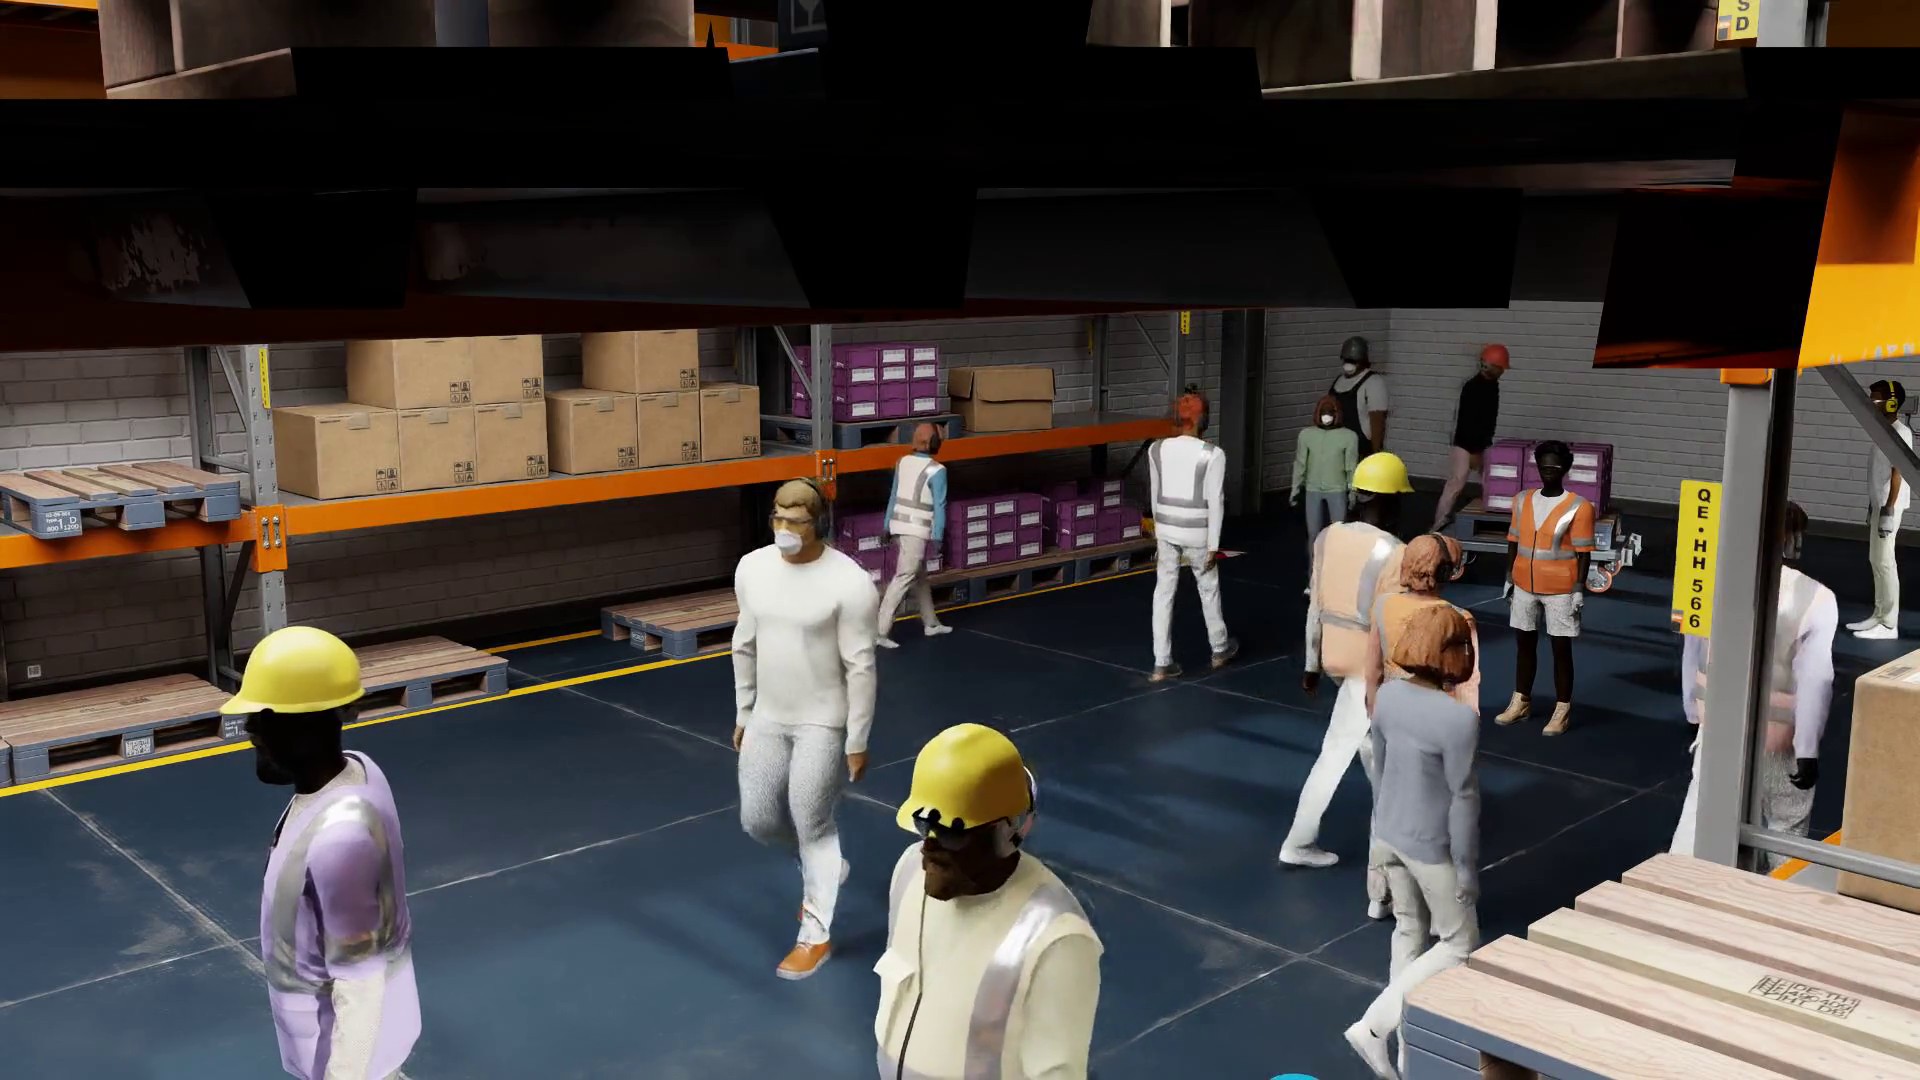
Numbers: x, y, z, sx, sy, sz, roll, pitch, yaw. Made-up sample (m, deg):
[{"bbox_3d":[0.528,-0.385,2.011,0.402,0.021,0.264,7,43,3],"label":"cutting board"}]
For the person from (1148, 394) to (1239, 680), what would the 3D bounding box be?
[{"bbox_3d":[1.536,-0.038,10.938,0.580,1.848,0.917,6,12,33],"label":"person"}]

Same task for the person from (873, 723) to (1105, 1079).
[{"bbox_3d":[-0.052,1.265,3.375,0.658,1.812,0.626,-8,13,-39],"label":"person"}]

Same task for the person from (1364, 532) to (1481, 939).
[{"bbox_3d":[1.859,0.784,6.726,0.310,1.638,0.523,-7,12,-37],"label":"person"}]

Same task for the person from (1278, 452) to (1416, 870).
[{"bbox_3d":[1.856,0.540,7.471,1.012,1.866,0.606,-5,11,-25],"label":"person"}]

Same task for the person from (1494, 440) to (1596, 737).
[{"bbox_3d":[3.361,0.269,9.556,0.315,1.700,0.540,-8,12,-39],"label":"person"}]

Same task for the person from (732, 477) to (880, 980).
[{"bbox_3d":[-0.579,0.698,6.405,0.644,1.920,0.512,5,11,29],"label":"person"}]

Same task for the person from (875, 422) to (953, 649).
[{"bbox_3d":[-0.354,-0.038,11.705,0.824,1.582,0.537,-7,12,-37],"label":"person"}]

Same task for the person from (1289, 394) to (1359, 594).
[{"bbox_3d":[2.947,-0.361,13.468,0.520,1.632,0.358,5,11,29],"label":"person"}]

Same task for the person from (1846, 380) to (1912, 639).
[{"bbox_3d":[6.634,-0.218,11.961,0.323,1.862,0.510,3,10,16],"label":"person"}]

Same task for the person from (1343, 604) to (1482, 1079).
[{"bbox_3d":[1.490,1.006,5.441,0.460,1.617,0.525,-4,10,-21],"label":"person"}]

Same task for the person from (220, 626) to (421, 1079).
[{"bbox_3d":[-1.425,1.140,3.797,0.373,1.928,0.584,-4,10,-21],"label":"person"}]

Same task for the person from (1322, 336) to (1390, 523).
[{"bbox_3d":[3.556,-0.870,15.231,0.539,2.000,0.739,-4,11,-24],"label":"person"}]

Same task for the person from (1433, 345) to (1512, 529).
[{"bbox_3d":[4.963,-0.890,15.747,0.681,1.901,1.054,-9,13,-42],"label":"person"}]

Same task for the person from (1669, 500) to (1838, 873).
[{"bbox_3d":[3.116,0.733,6.577,0.962,1.805,0.637,-7,12,-35],"label":"person"}]
